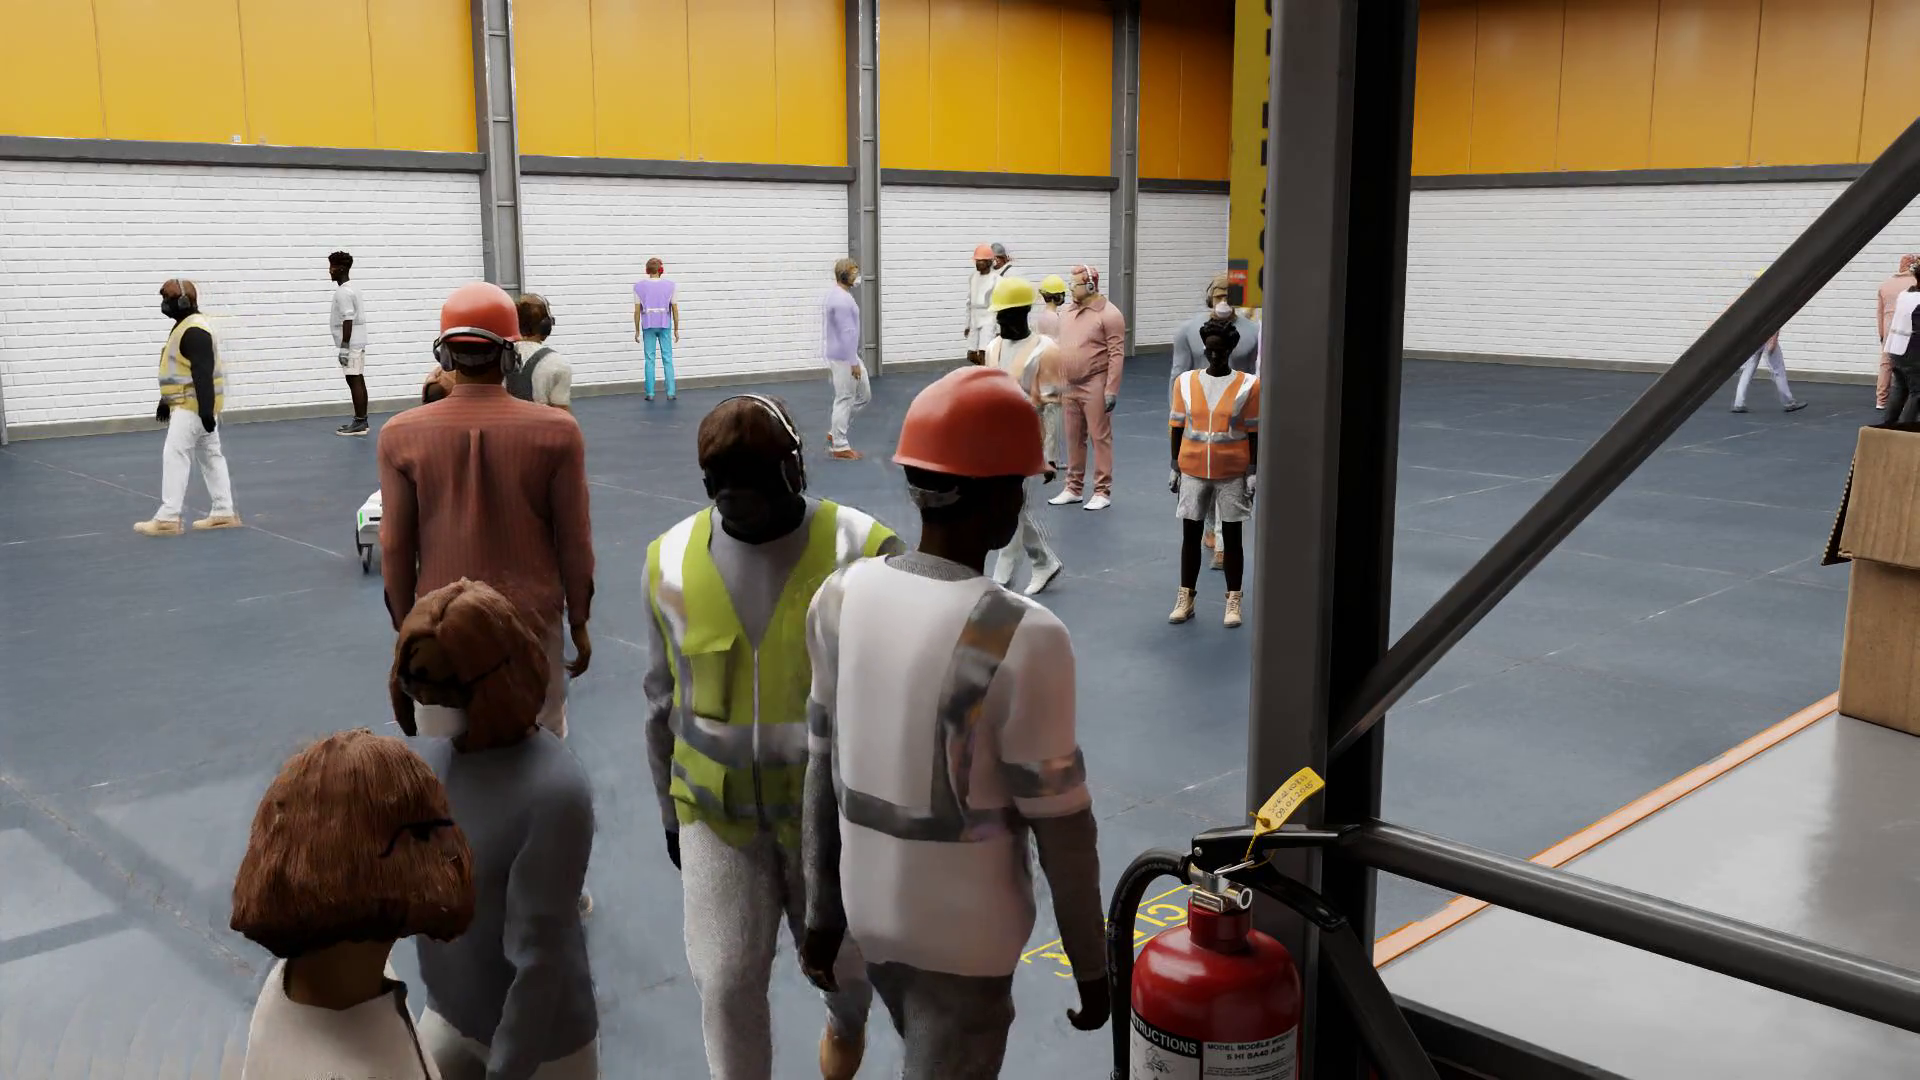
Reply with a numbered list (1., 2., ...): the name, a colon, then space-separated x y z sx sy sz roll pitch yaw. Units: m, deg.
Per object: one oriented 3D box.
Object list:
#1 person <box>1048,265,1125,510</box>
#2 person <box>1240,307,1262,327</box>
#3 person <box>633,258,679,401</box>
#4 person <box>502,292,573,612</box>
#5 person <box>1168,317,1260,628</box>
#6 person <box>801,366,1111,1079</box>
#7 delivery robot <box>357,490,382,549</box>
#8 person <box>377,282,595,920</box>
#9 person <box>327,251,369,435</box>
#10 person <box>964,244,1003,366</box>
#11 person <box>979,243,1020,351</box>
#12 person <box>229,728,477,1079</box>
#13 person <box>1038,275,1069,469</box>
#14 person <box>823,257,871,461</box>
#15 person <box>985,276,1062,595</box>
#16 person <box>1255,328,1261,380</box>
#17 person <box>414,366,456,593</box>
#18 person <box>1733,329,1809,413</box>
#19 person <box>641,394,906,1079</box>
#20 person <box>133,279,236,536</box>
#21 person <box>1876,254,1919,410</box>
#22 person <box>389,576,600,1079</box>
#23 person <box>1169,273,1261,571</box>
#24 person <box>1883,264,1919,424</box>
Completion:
1. person: 0.977 -1.185 12.991 0.399 1.902 0.642 -9 14 -41
2. person: 3.329 -2.145 18.302 0.675 1.869 1.002 1 10 7
3. person: -3.915 -2.709 21.458 0.565 1.841 0.384 -2 11 -11
4. person: -2.375 -0.441 9.132 0.516 1.826 0.753 2 11 10
5. person: 1.389 -0.368 9.092 0.532 1.696 0.318 4 11 20
6. person: 0.059 0.642 3.002 0.558 1.903 0.859 10 14 43
7. delivery robot: -3.696 -0.162 10.811 0.477 0.478 0.707 -2 10 -12
8. person: -1.408 0.231 5.012 0.612 1.994 0.395 -2 11 -9
9. person: -6.551 -2.106 17.830 0.374 1.966 0.608 -1 10 -8
10. person: 0.347 -2.749 21.173 0.621 2.029 0.641 -9 14 -42
11. person: 0.514 -3.401 24.687 0.694 2.000 0.795 9 14 42
12. person: -0.672 1.006 1.897 0.579 1.603 0.536 -3 11 -17
13. person: 0.851 -1.537 15.265 0.304 1.770 0.533 -1 10 -7
14. person: -1.051 -1.695 15.704 0.437 1.923 0.634 0 10 1
15. person: 0.340 -0.570 9.636 0.785 1.904 0.601 -8 13 -39
16. person: 2.121 -0.704 10.078 0.680 2.003 0.862 1 10 4
17. person: -1.992 0.113 6.639 0.498 1.633 0.279 3 11 17
18. person: 9.744 -2.368 19.930 0.882 1.727 0.528 -2 11 -9
19. person: -0.390 0.565 3.698 0.615 1.813 0.797 1 10 5
20. person: -5.629 -0.943 11.892 0.775 1.816 0.632 -5 11 -25
21. person: 11.448 -2.503 20.182 0.406 1.902 0.638 -4 11 -19
22. person: -0.773 0.830 2.856 0.496 1.593 0.802 7 13 34
23. person: 1.713 -0.807 10.963 0.630 1.900 0.999 3 11 17
24. person: 9.429 -1.821 16.547 0.409 1.875 0.664 2 11 9
